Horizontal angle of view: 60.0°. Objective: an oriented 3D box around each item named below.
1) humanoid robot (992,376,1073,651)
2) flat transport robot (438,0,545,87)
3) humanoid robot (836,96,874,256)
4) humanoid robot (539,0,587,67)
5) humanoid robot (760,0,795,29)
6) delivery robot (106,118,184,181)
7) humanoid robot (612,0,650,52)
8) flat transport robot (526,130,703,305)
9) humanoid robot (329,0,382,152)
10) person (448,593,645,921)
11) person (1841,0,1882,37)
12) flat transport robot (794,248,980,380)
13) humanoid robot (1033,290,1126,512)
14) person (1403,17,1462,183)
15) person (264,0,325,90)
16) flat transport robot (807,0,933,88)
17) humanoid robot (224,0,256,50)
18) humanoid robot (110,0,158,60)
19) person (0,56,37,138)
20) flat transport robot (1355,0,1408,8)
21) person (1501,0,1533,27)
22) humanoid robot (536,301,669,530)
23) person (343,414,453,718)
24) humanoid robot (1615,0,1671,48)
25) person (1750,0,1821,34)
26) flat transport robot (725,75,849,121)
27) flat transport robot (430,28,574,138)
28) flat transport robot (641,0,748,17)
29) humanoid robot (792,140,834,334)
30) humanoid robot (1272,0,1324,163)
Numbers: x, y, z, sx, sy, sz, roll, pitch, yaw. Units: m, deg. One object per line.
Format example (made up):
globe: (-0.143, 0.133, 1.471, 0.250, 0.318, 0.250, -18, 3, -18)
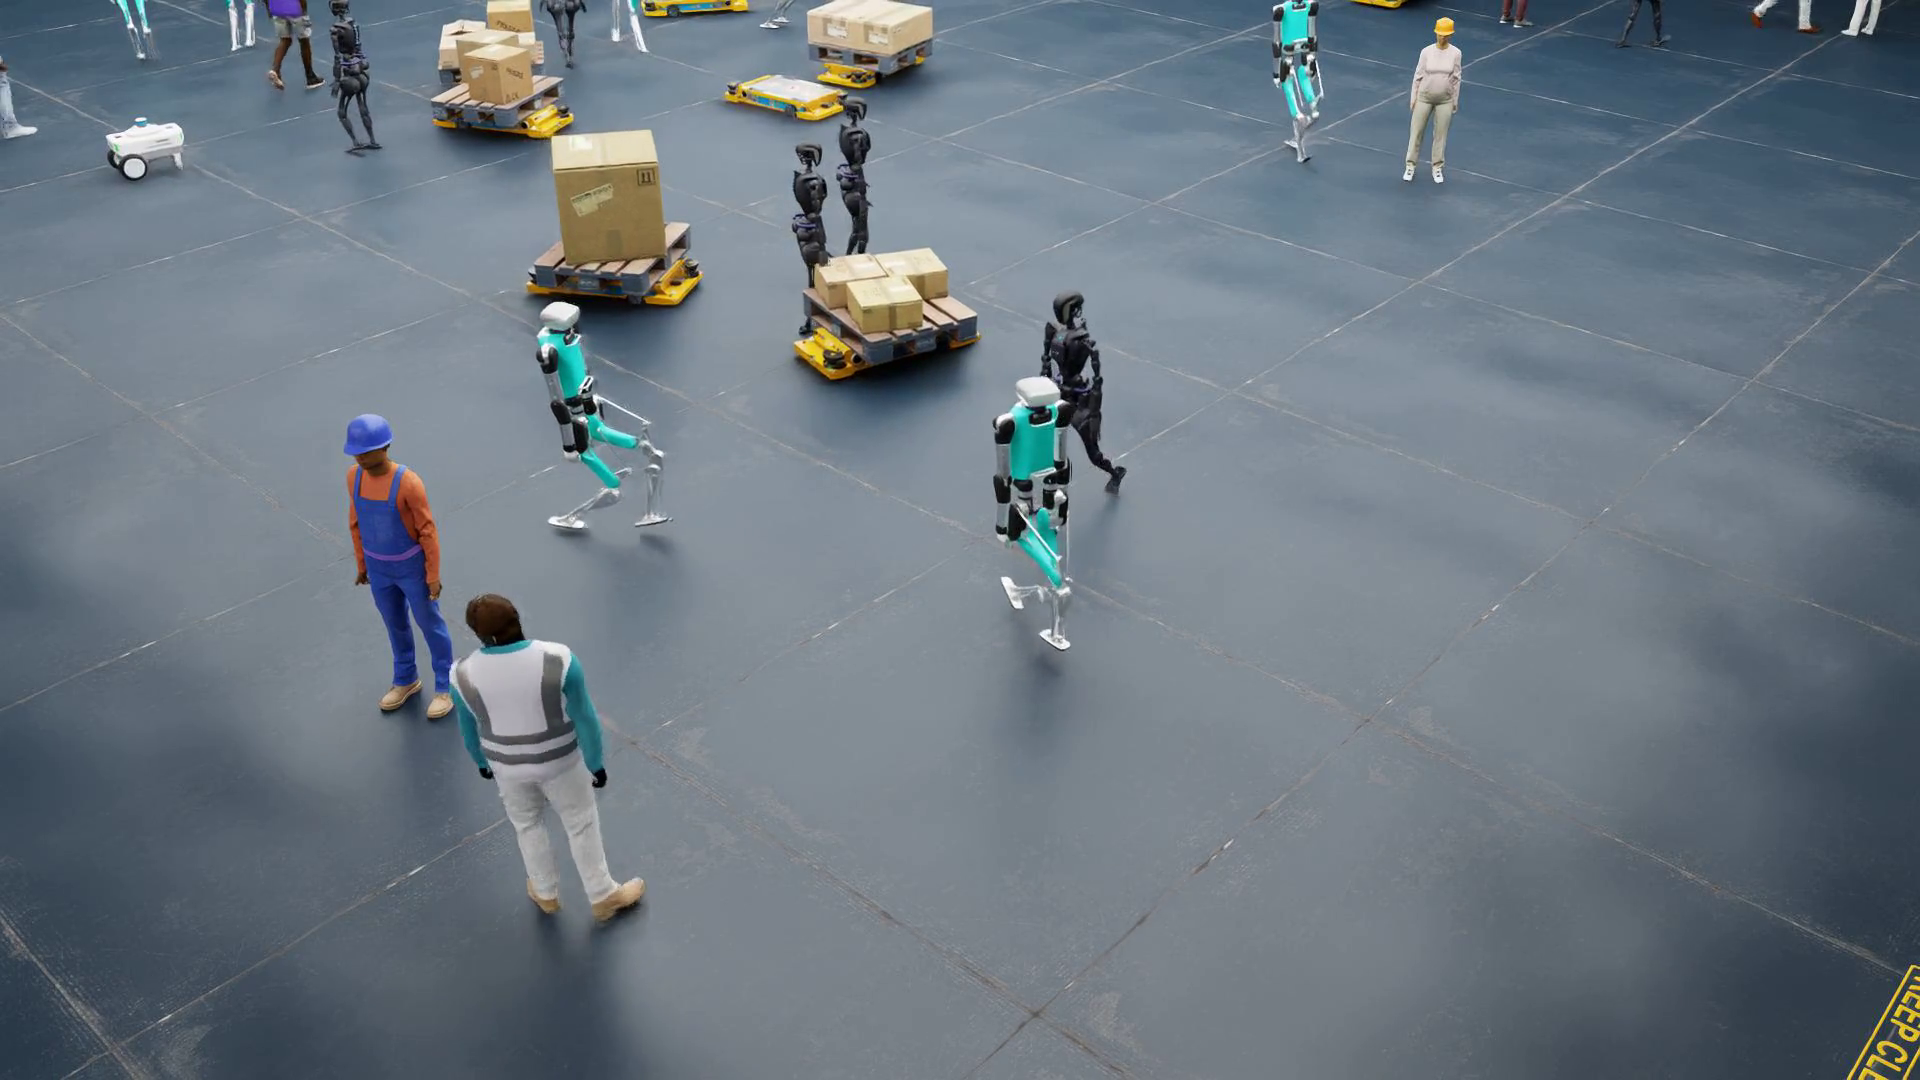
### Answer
humanoid robot: (0.530, -0.093, 9.911, 0.556, 1.738, 1.024, -20, 37, -29)
flat transport robot: (-5.619, -5.574, 20.130, 0.659, 0.231, 1.431, -6, 32, -10)
humanoid robot: (-0.953, -3.156, 14.913, 0.365, 1.660, 0.601, -7, 32, -11)
humanoid robot: (-4.981, -6.757, 20.754, 0.591, 1.635, 0.733, -8, 33, -13)
humanoid robot: (-2.400, -7.698, 22.101, 0.676, 1.746, 0.549, 16, 35, 24)
delivery robot: (-8.606, -4.146, 17.559, 0.766, 0.595, 0.505, -23, 38, -32)
humanoid robot: (-4.330, -7.215, 21.429, 0.536, 1.762, 1.008, -17, 36, -25)
flat transport robot: (-3.102, -2.383, 14.991, 1.431, 0.231, 0.659, 7, 32, 11)
humanoid robot: (-6.555, -5.011, 17.882, 0.349, 1.651, 0.597, 5, 32, 8)
person: (-2.000, 1.051, 8.011, 0.752, 1.803, 0.462, -1, 32, -2)
person: (12.027, -7.466, 21.876, 0.522, 1.638, 0.309, -6, 32, -10)
flat transport robot: (-0.607, -1.697, 13.886, 1.431, 0.231, 0.659, -18, 36, -27)
humanoid robot: (0.829, -0.969, 11.443, 0.790, 1.647, 0.609, -24, 39, -33)
person: (4.869, -4.511, 17.070, 0.480, 1.693, 0.336, 6, 32, 9)
person: (-7.990, -6.274, 19.668, 0.605, 1.949, 0.671, 8, 33, 13)
flat transport robot: (-1.088, -5.908, 20.668, 0.659, 0.231, 1.431, 18, 36, 26)
humanoid robot: (-9.333, -7.161, 21.275, 0.531, 1.766, 0.729, 1, 32, 2)
humanoid robot: (-10.355, -6.782, 20.745, 0.550, 1.862, 0.732, -16, 35, -24)
person: (-10.685, -5.317, 18.167, 0.596, 1.900, 0.536, 27, 41, 36)
flat transport robot: (6.283, -7.924, 23.913, 0.659, 0.231, 1.431, 24, 39, 34)
person: (7.604, -7.820, 22.292, 0.381, 1.805, 0.550, -16, 35, -24)
humanoid robot: (-2.294, -0.724, 10.987, 1.035, 1.773, 0.549, 4, 32, 7)
person: (-3.167, 0.145, 9.366, 0.531, 1.909, 0.354, 9, 33, 14)
humanoid robot: (8.924, -7.176, 21.406, 0.758, 1.629, 0.612, -13, 34, -20)
person: (11.142, -7.667, 22.075, 0.890, 1.786, 0.558, 18, 36, 27)
flat transport robot: (-2.020, -5.208, 19.540, 1.431, 0.231, 0.659, 21, 38, 30)
flat transport robot: (-5.194, -4.825, 18.924, 1.431, 0.231, 0.659, 10, 33, 15)
flat transport robot: (-3.727, -7.542, 23.298, 1.431, 0.231, 0.659, -8, 33, -12)
humanoid robot: (-1.182, -2.528, 13.884, 0.419, 1.648, 0.590, -8, 33, -13)
humanoid robot: (3.667, -4.889, 17.711, 0.552, 1.866, 0.845, -11, 34, -17)
